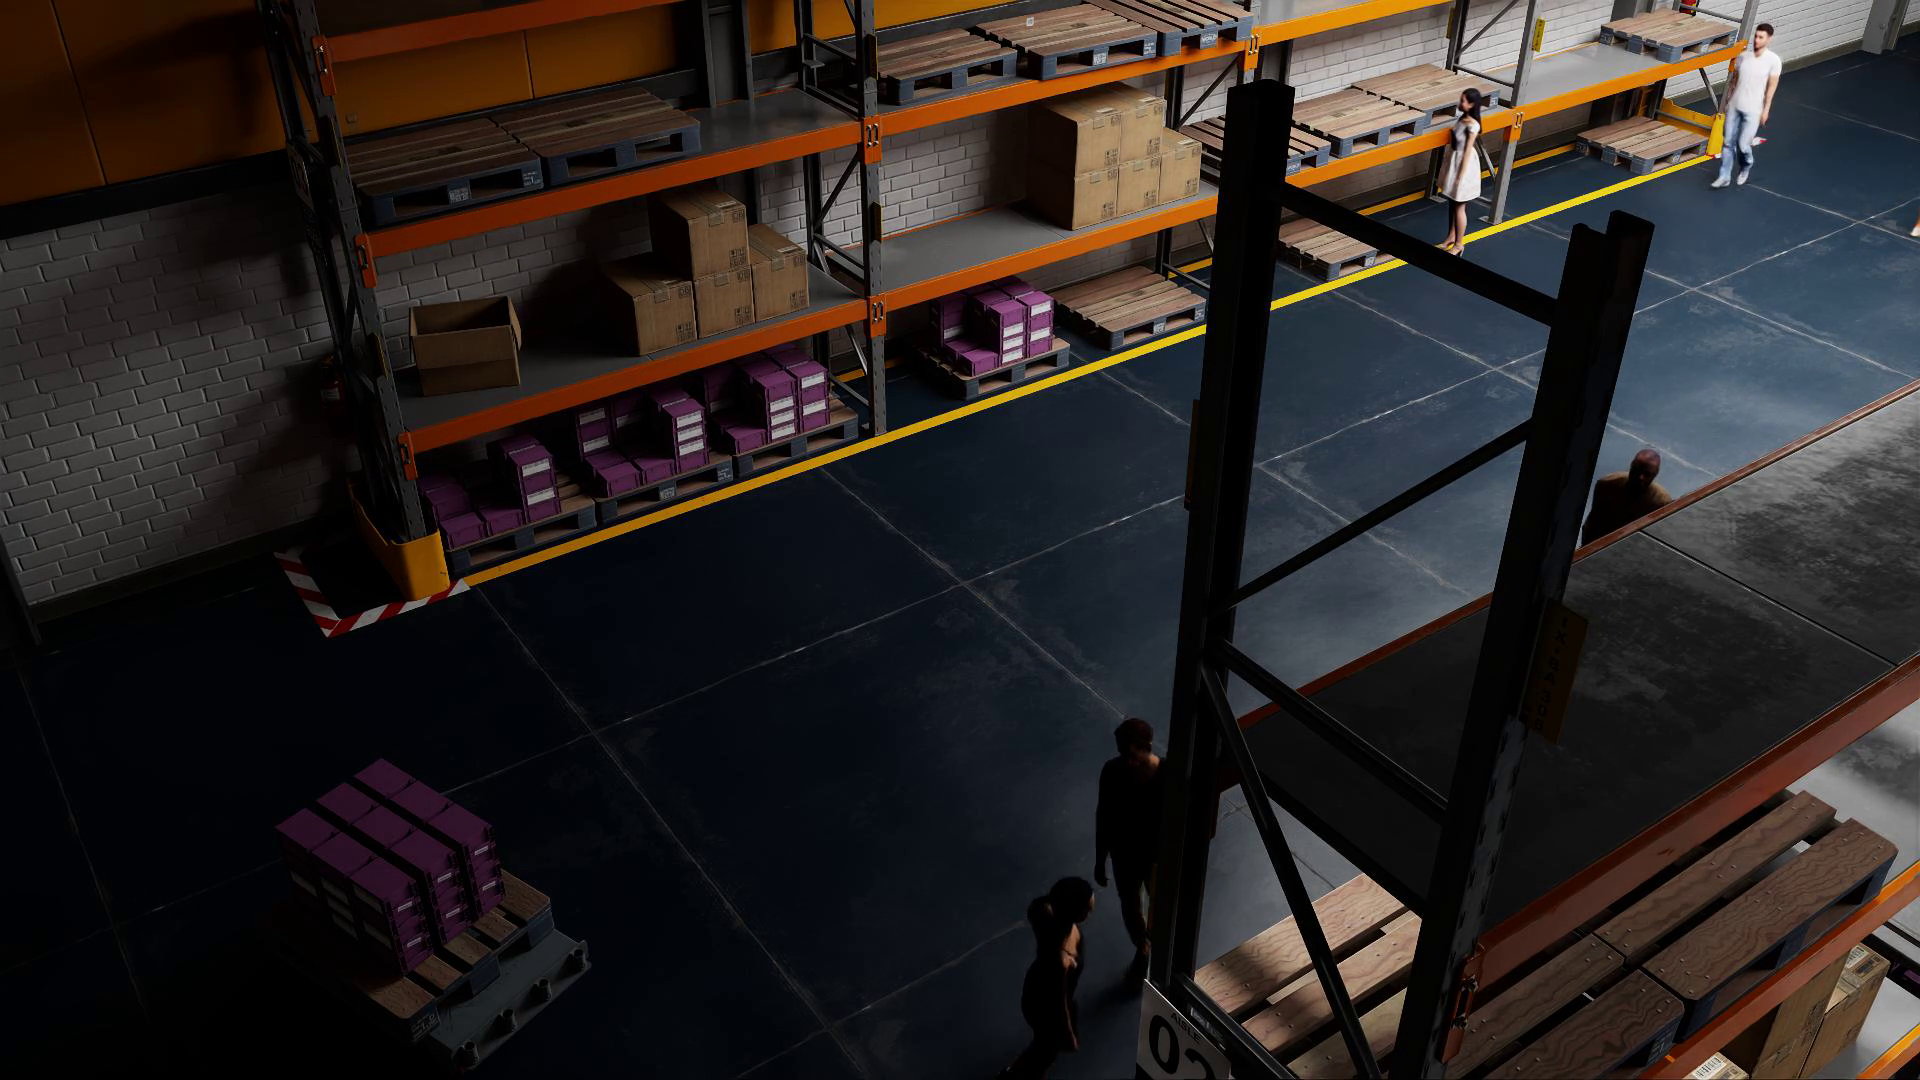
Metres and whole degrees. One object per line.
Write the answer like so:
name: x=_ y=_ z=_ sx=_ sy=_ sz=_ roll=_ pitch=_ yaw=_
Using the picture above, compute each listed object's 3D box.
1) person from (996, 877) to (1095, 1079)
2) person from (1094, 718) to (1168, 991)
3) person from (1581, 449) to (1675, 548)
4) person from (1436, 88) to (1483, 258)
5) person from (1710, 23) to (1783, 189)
person: x=0.340 y=2.243 z=8.049 sx=0.826 sy=1.705 sz=0.769 roll=-1 pitch=34 yaw=-1
person: x=0.980 y=1.619 z=8.882 sx=0.810 sy=1.821 sz=0.868 roll=3 pitch=34 yaw=5
person: x=4.423 y=0.125 z=11.143 sx=0.921 sy=1.806 sz=1.042 roll=21 pitch=39 yaw=29
person: x=5.109 y=-3.742 z=16.996 sx=0.818 sy=1.769 sz=0.783 roll=0 pitch=34 yaw=0
person: x=8.822 y=-4.838 z=18.570 sx=0.732 sy=1.851 sz=0.674 roll=-23 pitch=40 yaw=-30
